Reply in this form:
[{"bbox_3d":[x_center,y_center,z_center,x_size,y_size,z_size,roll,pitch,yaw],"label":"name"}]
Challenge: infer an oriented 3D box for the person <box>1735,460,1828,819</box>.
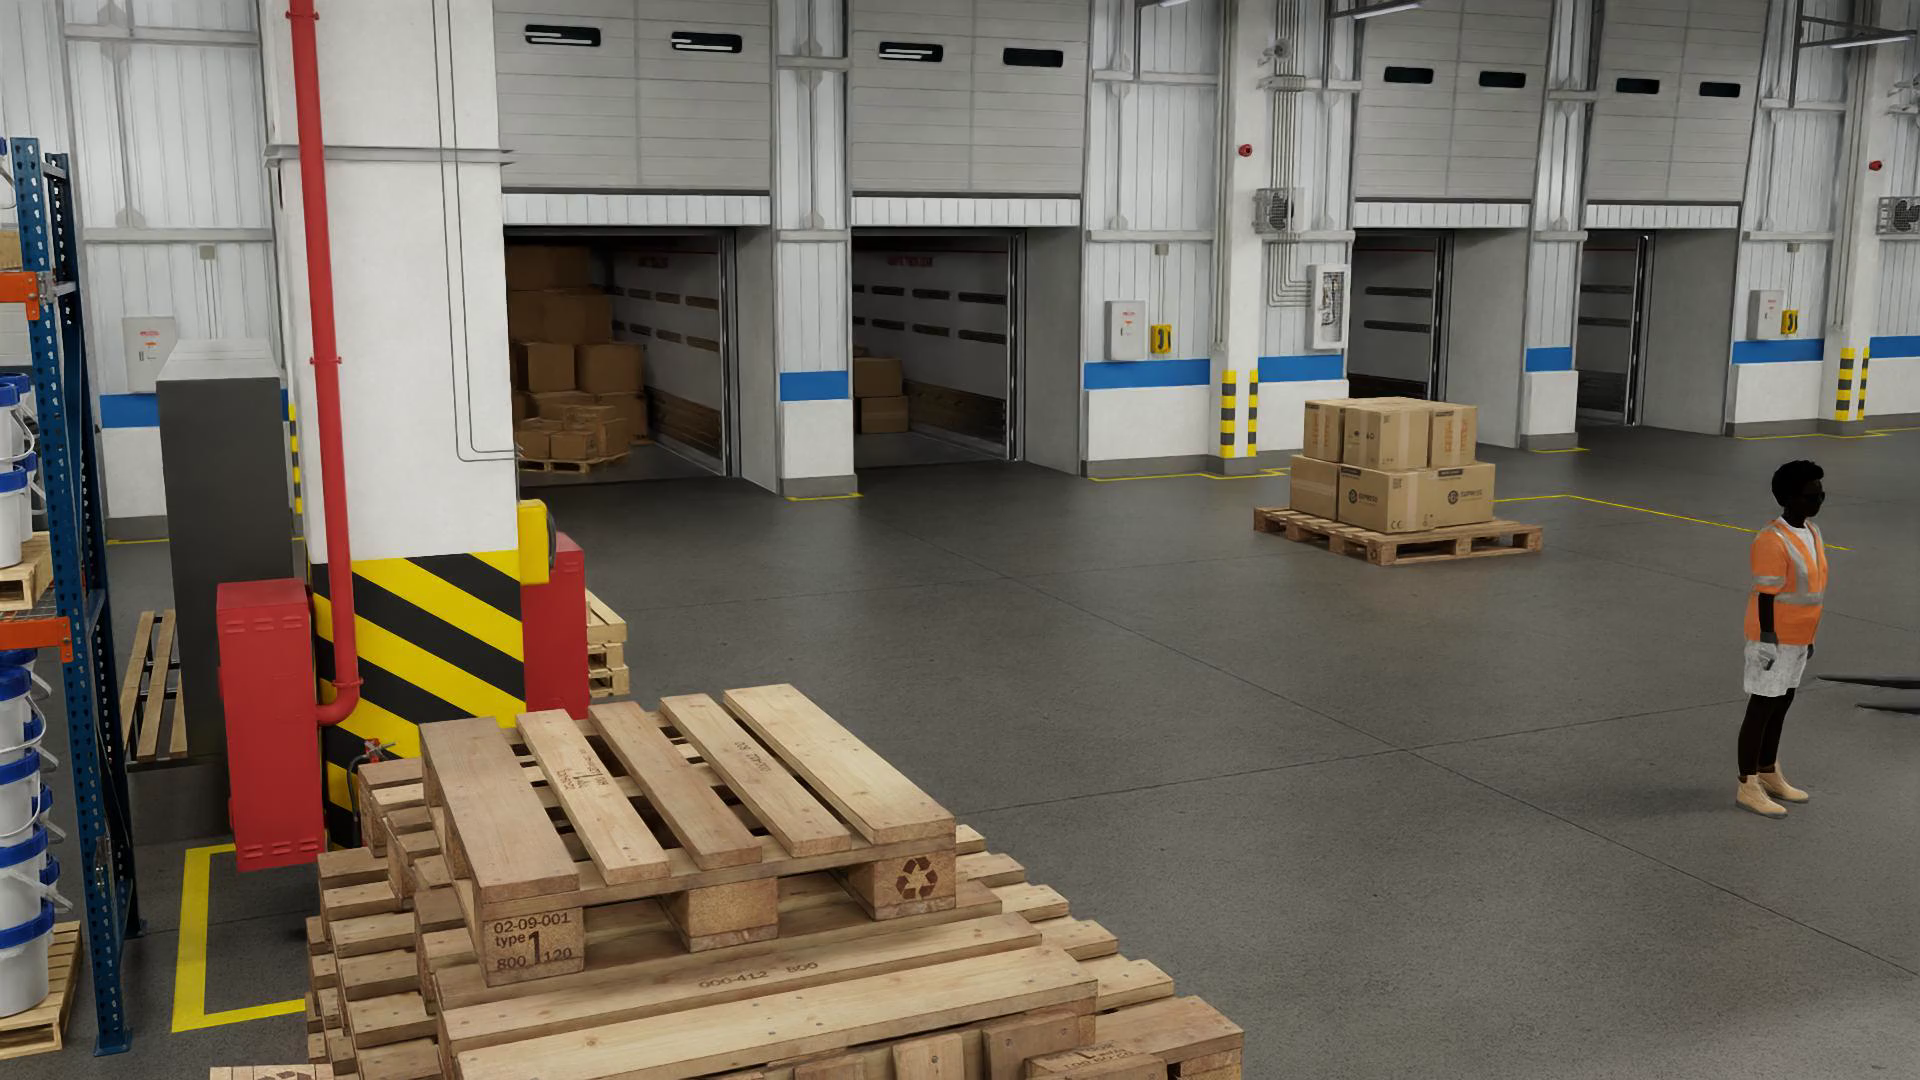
[{"bbox_3d":[3.920,0.460,7.918,0.537,1.696,0.318,-10,14,-43],"label":"person"}]
